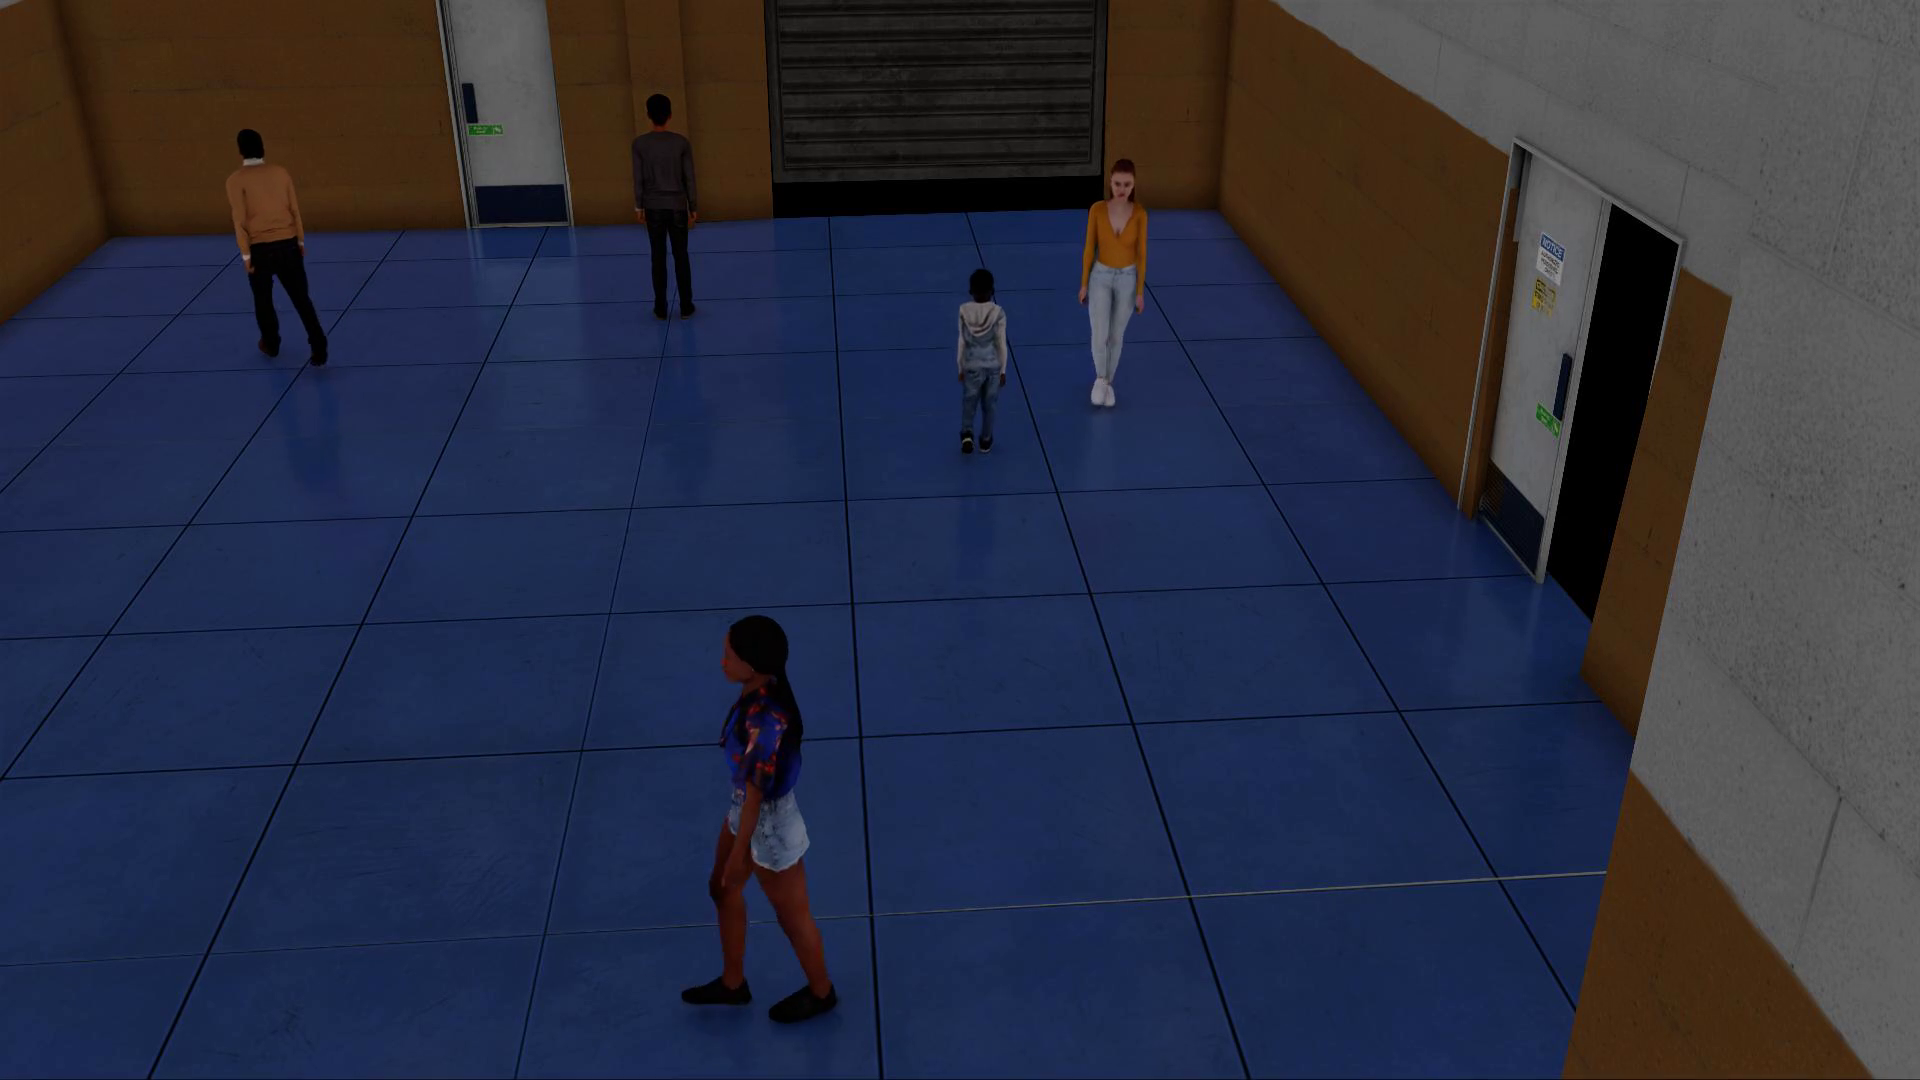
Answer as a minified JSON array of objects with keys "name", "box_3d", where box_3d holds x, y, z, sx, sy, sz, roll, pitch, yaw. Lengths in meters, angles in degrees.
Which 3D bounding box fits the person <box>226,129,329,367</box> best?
[{"name":"person","box_3d":[-4.965,-2.077,12.105,1.186,1.726,1.181,-22,34,-36]}]

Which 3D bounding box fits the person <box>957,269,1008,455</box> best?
[{"name":"person","box_3d":[0.134,-1.119,10.749,0.655,1.249,0.629,4,27,8]}]

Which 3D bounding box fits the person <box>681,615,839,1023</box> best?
[{"name":"person","box_3d":[-0.594,1.033,5.980,0.830,1.725,0.638,-5,27,-10]}]

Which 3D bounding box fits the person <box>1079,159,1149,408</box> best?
[{"name":"person","box_3d":[1.063,-1.780,11.516,0.560,1.736,0.693,1,27,3]}]

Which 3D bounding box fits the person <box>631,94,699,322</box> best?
[{"name":"person","box_3d":[-2.327,-2.615,13.129,0.476,1.765,0.715,10,29,20]}]
